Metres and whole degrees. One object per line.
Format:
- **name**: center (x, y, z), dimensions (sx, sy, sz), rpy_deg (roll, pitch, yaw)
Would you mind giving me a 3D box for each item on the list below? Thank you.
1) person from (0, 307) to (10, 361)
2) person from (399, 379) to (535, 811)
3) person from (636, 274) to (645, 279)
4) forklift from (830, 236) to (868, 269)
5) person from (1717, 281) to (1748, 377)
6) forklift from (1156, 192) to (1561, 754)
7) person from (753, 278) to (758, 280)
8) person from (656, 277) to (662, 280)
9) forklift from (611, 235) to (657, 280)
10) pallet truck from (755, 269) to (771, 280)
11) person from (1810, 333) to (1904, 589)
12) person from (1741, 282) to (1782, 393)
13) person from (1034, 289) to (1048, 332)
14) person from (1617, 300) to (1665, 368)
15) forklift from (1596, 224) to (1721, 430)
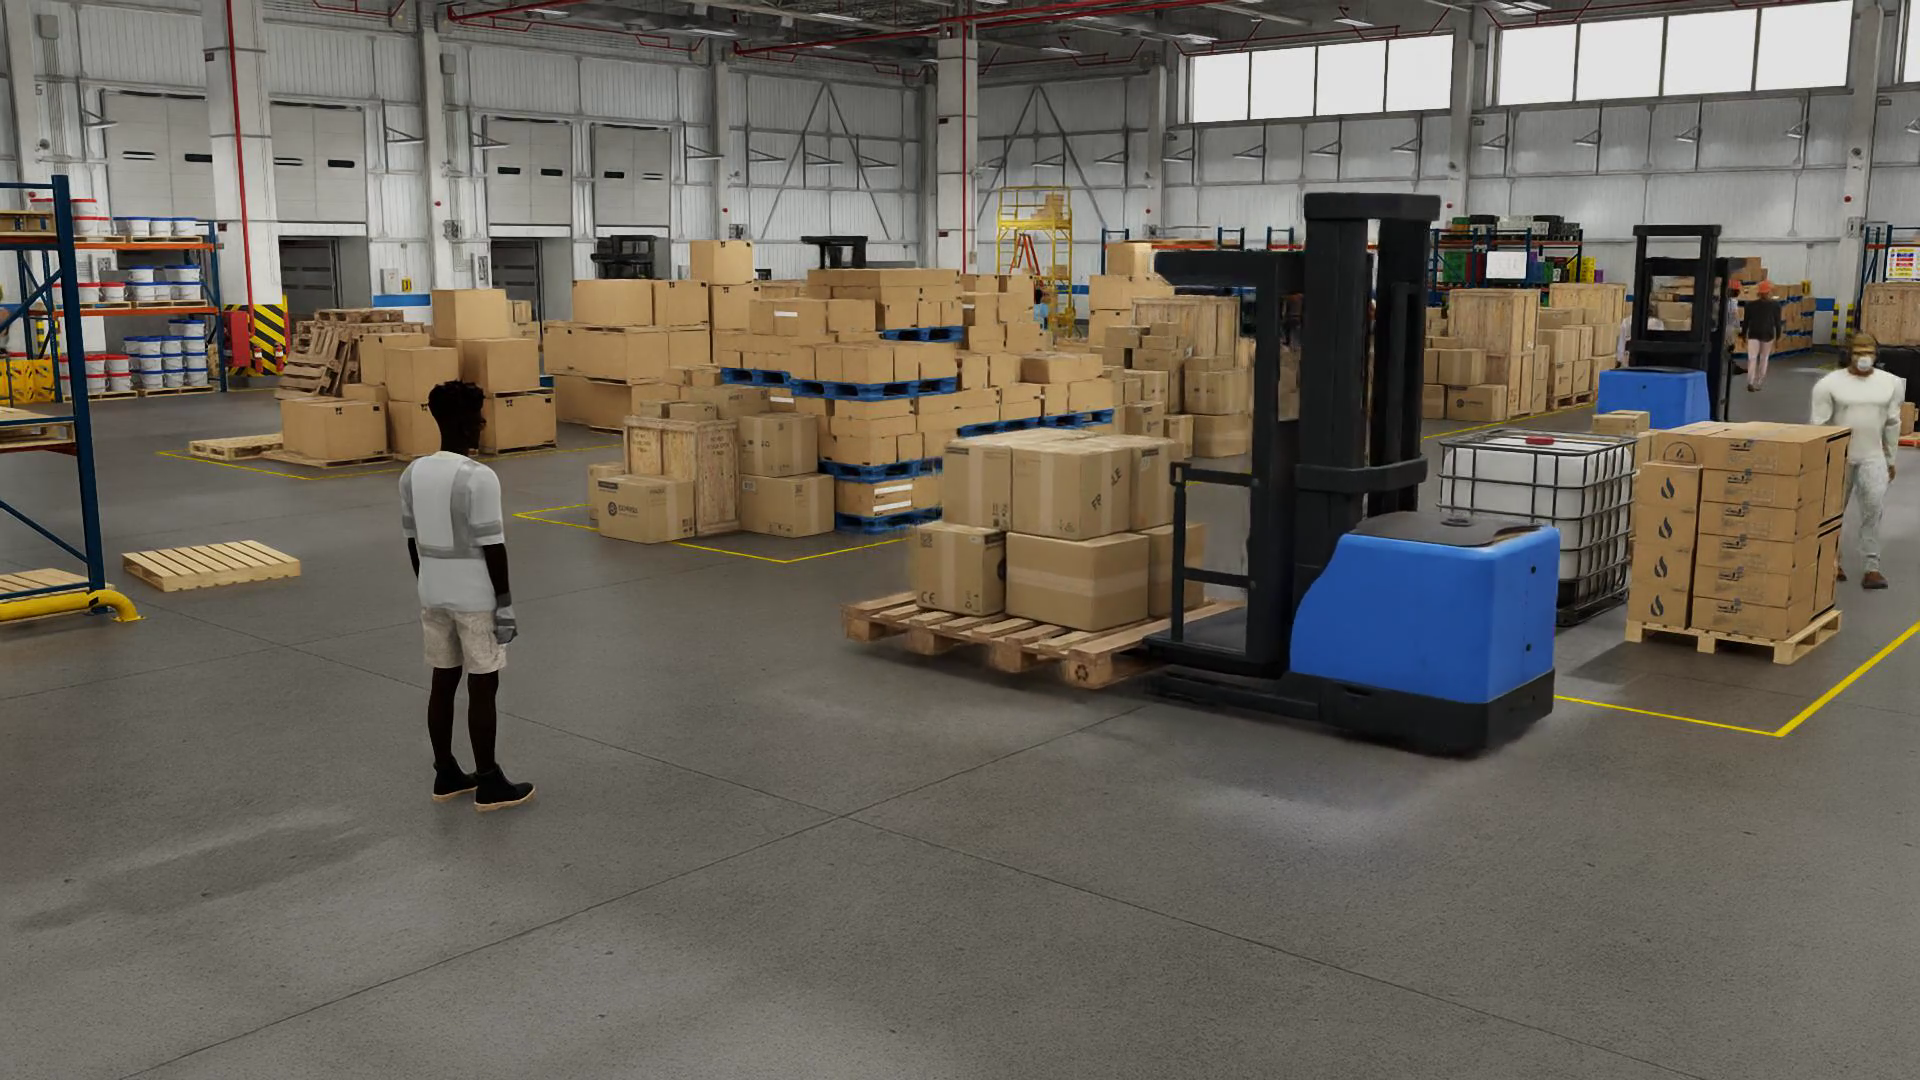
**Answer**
- **person**: center (-19.030, -4.043, 32.792), dimensions (0.547, 1.684, 0.405), rpy_deg (-3, 11, -19)
- **person**: center (-2.251, 0.251, 7.562), dimensions (0.604, 1.966, 0.367), rpy_deg (6, 12, 32)
- **person**: center (-7.534, -5.303, 39.293), dimensions (0.363, 1.929, 0.585), rpy_deg (8, 13, 38)
- **forklift**: center (-2.564, -5.633, 38.461), dimensions (1.129, 2.768, 1.873), rpy_deg (8, 13, 37)
- **person**: center (15.320, -4.175, 32.950), dimensions (0.930, 1.892, 0.561), rpy_deg (1, 10, 7)
- **forklift**: center (2.174, -0.446, 8.928), dimensions (1.873, 2.768, 1.129), rpy_deg (8, 13, 40)
- **person**: center (-4.116, -4.297, 33.540), dimensions (0.372, 1.940, 0.630), rpy_deg (-1, 10, -5)
- **person**: center (-6.516, -4.726, 36.015), dimensions (0.636, 1.931, 0.377), rpy_deg (-5, 11, -24)
- **forklift**: center (-6.928, -5.125, 35.573), dimensions (1.129, 2.768, 1.873), rpy_deg (2, 10, 13)
- **pallet truck**: center (-4.996, -6.432, 45.525), dimensions (1.885, 1.965, 0.823), rpy_deg (-6, 12, -32)
- **person**: center (6.709, -0.577, 12.442), dimensions (0.665, 1.903, 0.903), rpy_deg (2, 10, 13)
- **person**: center (14.225, -3.592, 29.528), dimensions (0.638, 1.941, 1.020), rpy_deg (5, 11, 26)
- **person**: center (1.632, -4.461, 35.176), dimensions (0.373, 1.681, 0.554), rpy_deg (-8, 13, -38)
- **person**: center (10.160, -2.682, 24.784), dimensions (0.638, 1.781, 0.998), rpy_deg (6, 12, 30)
- **forklift**: center (8.605, -2.425, 20.198), dimensions (1.129, 2.768, 1.873), rpy_deg (8, 13, 40)
